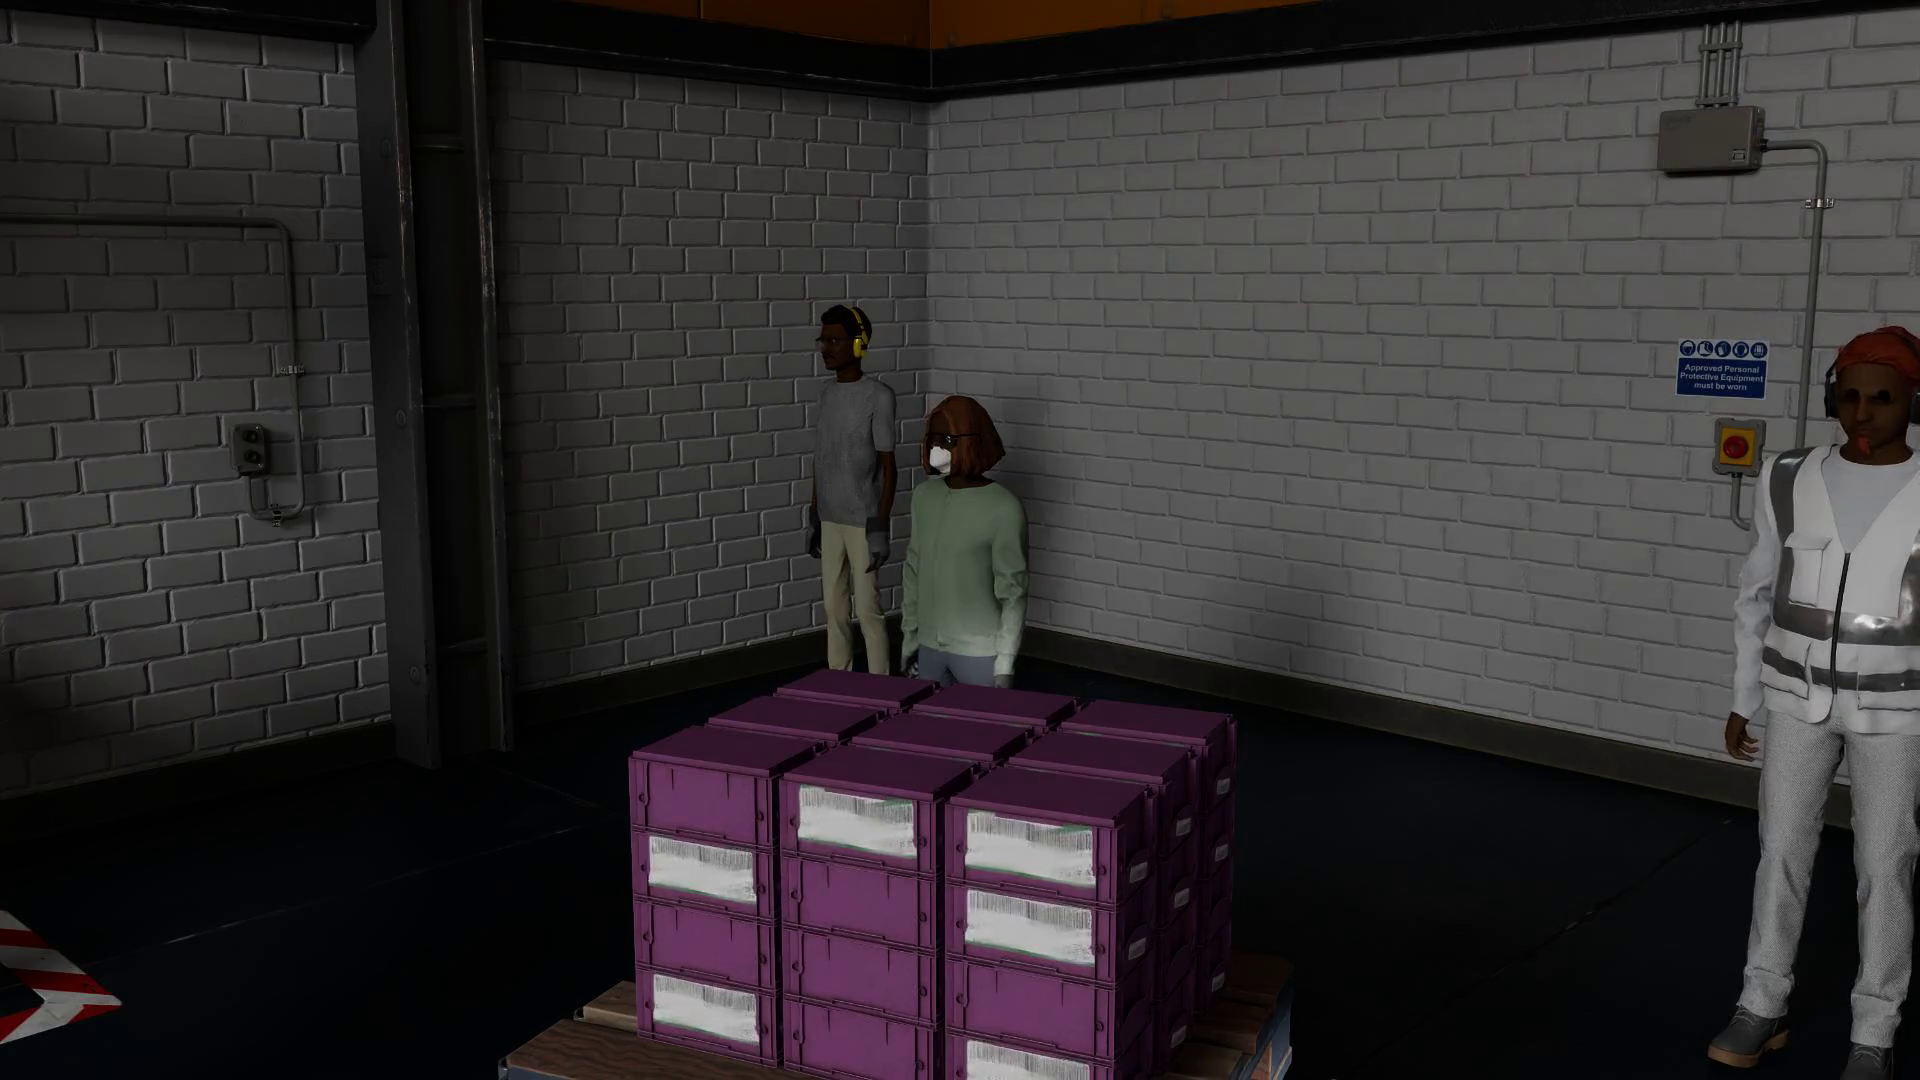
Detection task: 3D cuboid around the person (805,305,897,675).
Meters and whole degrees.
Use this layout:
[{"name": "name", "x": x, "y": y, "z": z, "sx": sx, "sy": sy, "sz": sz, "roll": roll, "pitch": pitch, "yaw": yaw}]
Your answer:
[{"name": "person", "x": -0.490, "y": -0.071, "z": 7.171, "sx": 0.508, "sy": 1.872, "sz": 0.329, "roll": 9, "pitch": 13, "yaw": 43}]

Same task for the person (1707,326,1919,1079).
[{"name": "person", "x": 2.176, "y": 0.425, "z": 4.080, "sx": 0.574, "sy": 1.886, "sz": 0.356, "roll": 9, "pitch": 13, "yaw": 43}]

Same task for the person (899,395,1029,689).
[{"name": "person", "x": 0.000, "y": 0.360, "z": 5.249, "sx": 0.497, "sy": 1.633, "sz": 0.285, "roll": 9, "pitch": 13, "yaw": 43}]
